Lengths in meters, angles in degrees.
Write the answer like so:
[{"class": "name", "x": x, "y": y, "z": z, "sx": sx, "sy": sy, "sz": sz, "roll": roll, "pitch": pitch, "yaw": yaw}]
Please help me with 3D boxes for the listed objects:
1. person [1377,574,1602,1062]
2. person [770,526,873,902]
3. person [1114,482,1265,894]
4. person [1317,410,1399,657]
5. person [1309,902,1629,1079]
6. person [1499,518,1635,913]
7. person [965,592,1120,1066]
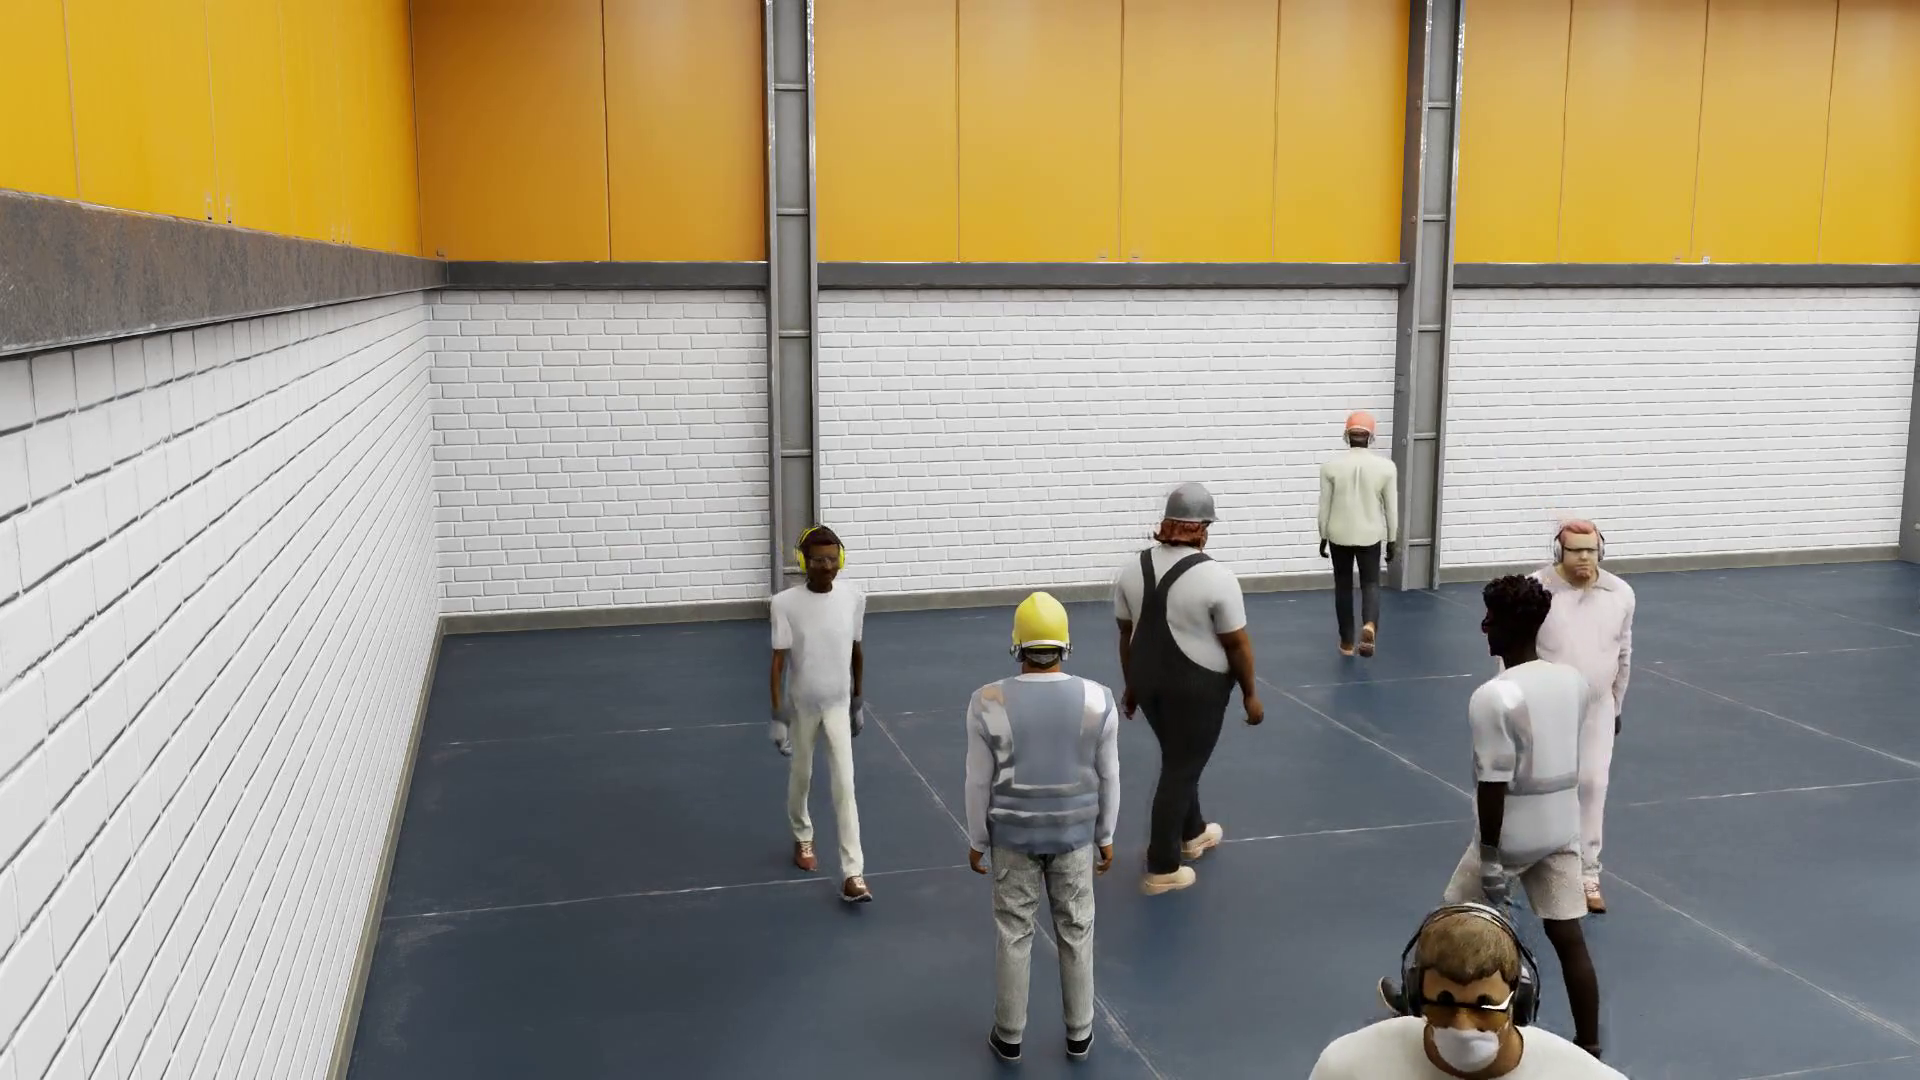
[{"class": "person", "x": 2.081, "y": 1.074, "z": 6.291, "sx": 0.607, "sy": 1.914, "sz": 1.008, "roll": -5, "pitch": 10, "yaw": -29}, {"class": "person", "x": -0.687, "y": 0.829, "z": 8.151, "sx": 0.525, "sy": 1.811, "sz": 1.003, "roll": -3, "pitch": 10, "yaw": -19}, {"class": "person", "x": 1.200, "y": 0.693, "z": 8.297, "sx": 0.910, "sy": 2.000, "sz": 0.699, "roll": -8, "pitch": 12, "yaw": -40}, {"class": "person", "x": 3.111, "y": -0.026, "z": 13.021, "sx": 0.622, "sy": 1.971, "sz": 0.689, "roll": 2, "pitch": 9, "yaw": 11}, {"class": "person", "x": 0.944, "y": 1.601, "z": 3.095, "sx": 0.648, "sy": 1.891, "sz": 0.993, "roll": 3, "pitch": 10, "yaw": 17}, {"class": "person", "x": 2.987, "y": 0.791, "z": 8.261, "sx": 0.658, "sy": 1.862, "sz": 0.981, "roll": 1, "pitch": 9, "yaw": 4}, {"class": "person", "x": 0.312, "y": 1.104, "z": 6.364, "sx": 0.591, "sy": 1.837, "sz": 0.403, "roll": -1, "pitch": 9, "yaw": -4}]
